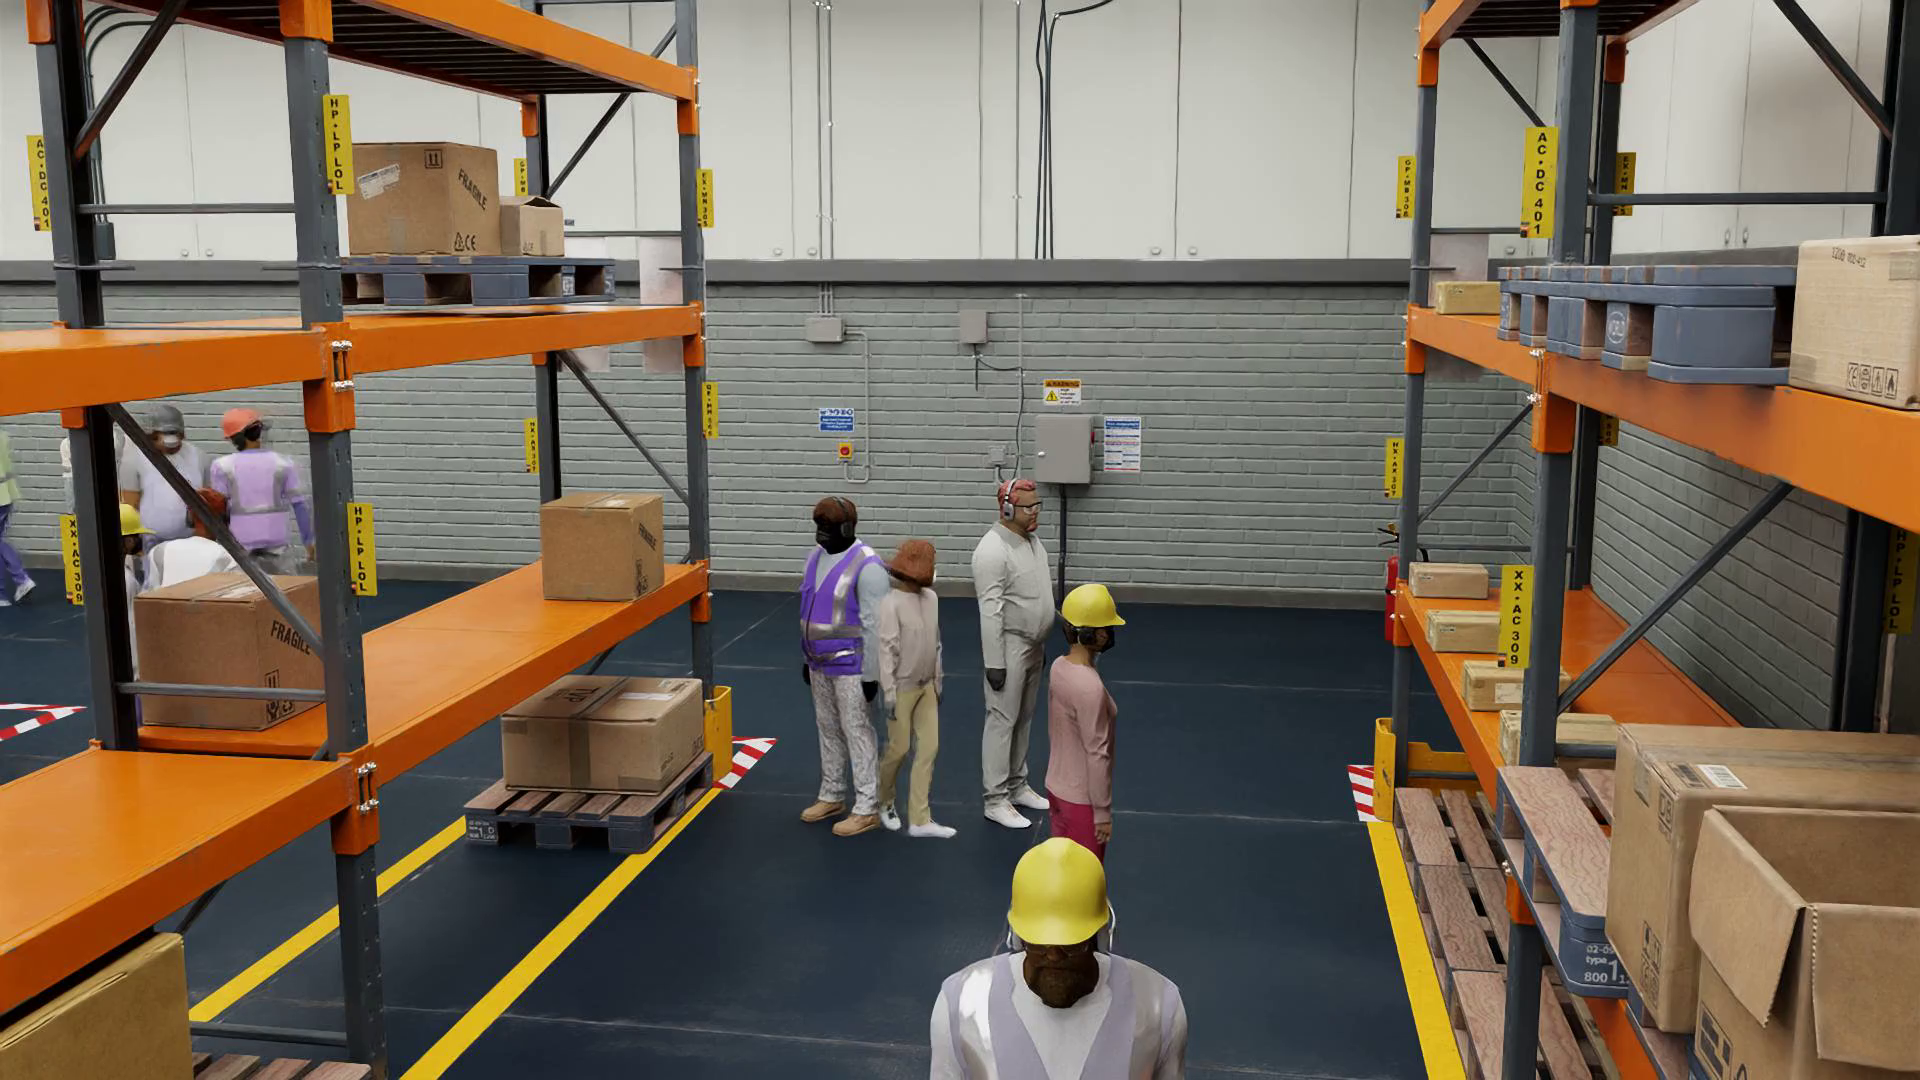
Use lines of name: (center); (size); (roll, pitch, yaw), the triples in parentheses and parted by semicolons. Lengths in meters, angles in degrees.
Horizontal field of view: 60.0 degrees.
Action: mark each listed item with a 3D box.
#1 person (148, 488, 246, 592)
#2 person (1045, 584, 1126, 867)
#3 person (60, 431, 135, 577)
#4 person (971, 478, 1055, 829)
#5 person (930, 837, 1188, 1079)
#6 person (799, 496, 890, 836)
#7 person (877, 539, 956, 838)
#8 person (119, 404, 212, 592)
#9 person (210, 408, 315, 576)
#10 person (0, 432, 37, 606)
person: (-4.126, 0.636, 9.155); (0.597, 1.846, 0.793); (2, 9, 14)
person: (0.516, 1.051, 6.861); (0.310, 1.768, 0.533); (-2, 10, -15)
person: (-7.706, -0.334, 14.921); (0.587, 1.922, 0.383); (-6, 11, -33)
person: (0.320, 0.608, 9.160); (0.409, 1.907, 0.650); (4, 10, 24)
person: (0.214, 1.532, 3.686); (0.600, 1.830, 0.403); (0, 9, -1)
person: (-0.647, 0.672, 9.007); (0.429, 1.836, 0.632); (-7, 12, -38)
person: (-0.269, 0.799, 8.899); (0.522, 1.605, 0.575); (7, 12, 37)
person: (-6.354, -0.143, 13.376); (0.688, 2.000, 0.996); (-7, 11, -37)
person: (-5.240, -0.009, 12.713); (0.865, 2.005, 0.405); (-5, 11, -29)
person: (-8.672, -0.317, 14.913); (0.512, 1.888, 0.653); (-2, 9, -9)
